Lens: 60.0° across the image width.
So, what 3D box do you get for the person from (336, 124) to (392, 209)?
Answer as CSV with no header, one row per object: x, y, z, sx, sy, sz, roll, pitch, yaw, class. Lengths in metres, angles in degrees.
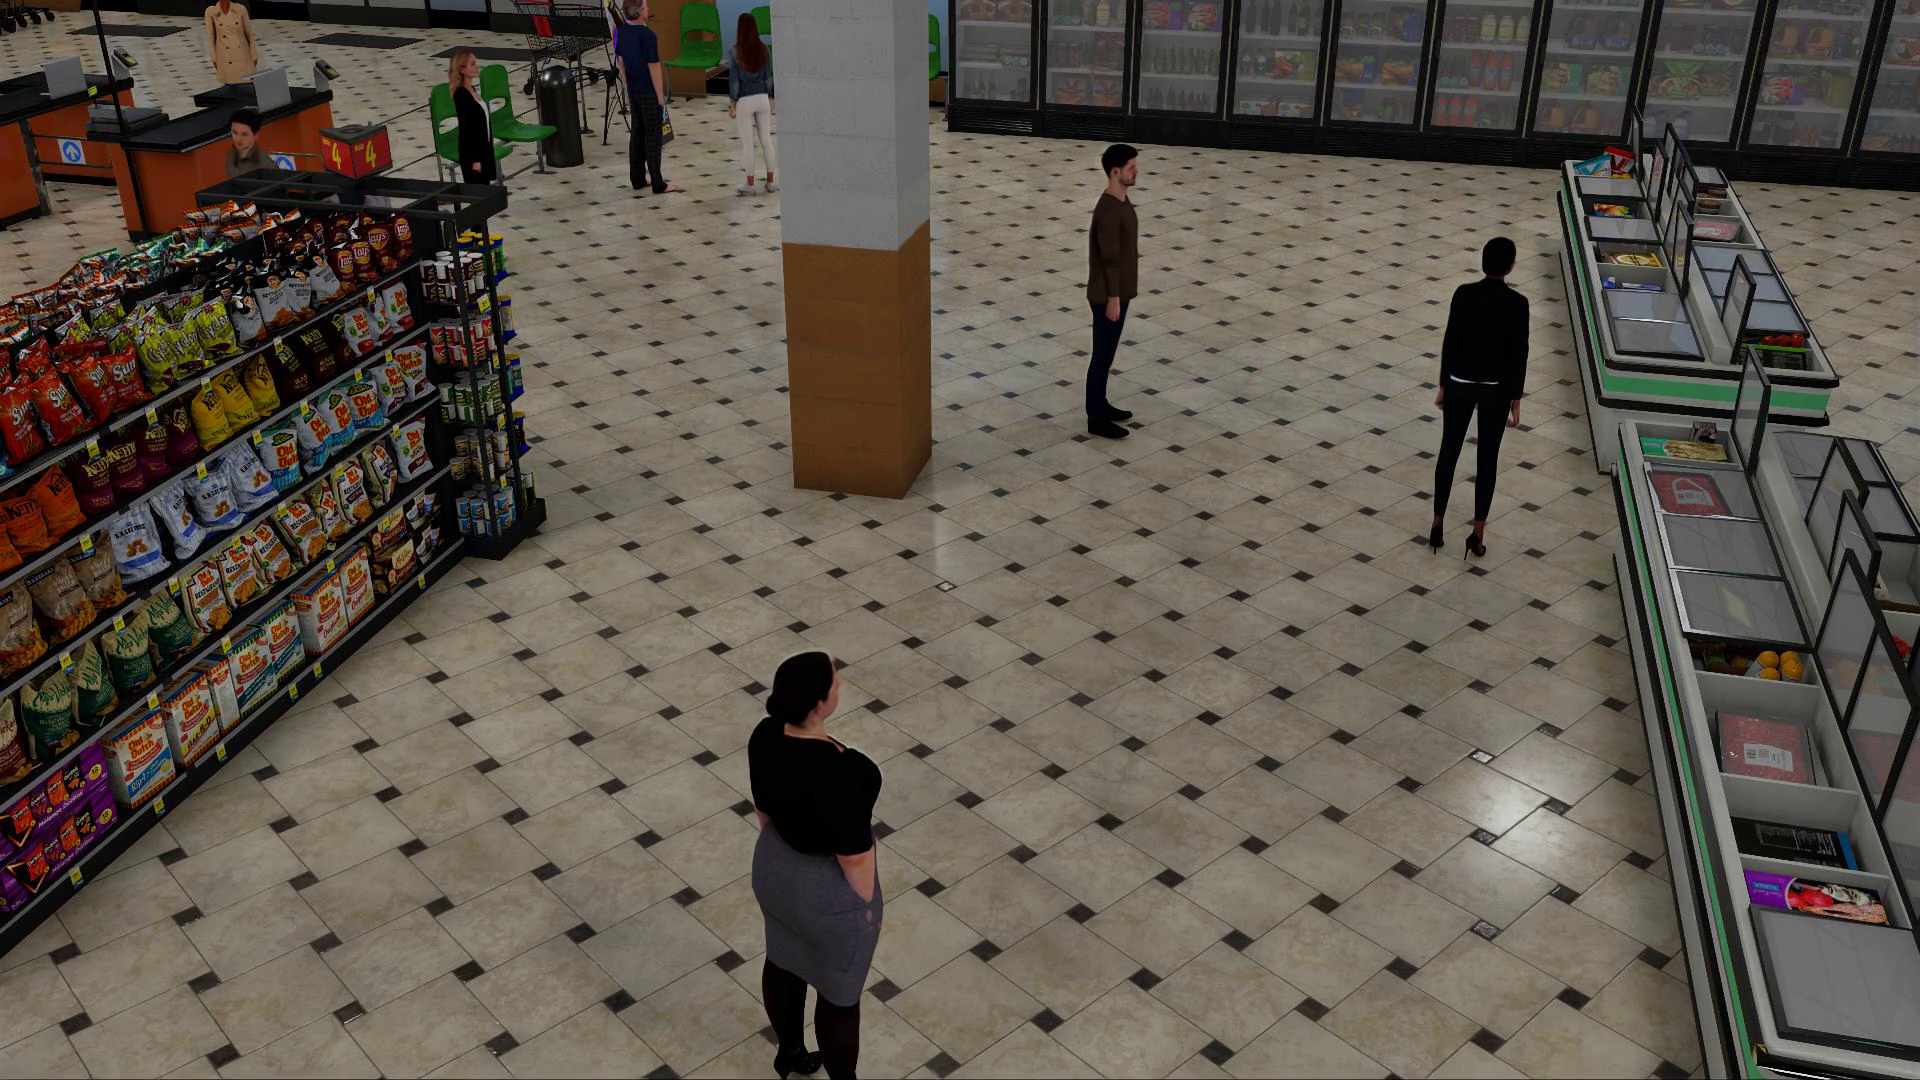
-4.039,-1.935,11.392,0.819,1.826,0.626,-2,27,-3,person

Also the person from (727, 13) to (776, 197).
-1.983,-4.172,15.941,0.680,1.702,0.733,-14,30,-25,person

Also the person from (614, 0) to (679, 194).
-3.040,-4.292,15.990,0.733,1.872,0.691,20,33,34,person

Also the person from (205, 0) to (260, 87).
-7.867,-5.223,18.035,0.716,1.682,0.737,-10,29,-19,person

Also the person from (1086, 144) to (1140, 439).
0.967,-1.603,10.672,0.720,1.887,0.507,5,27,9,person

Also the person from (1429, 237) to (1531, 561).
2.820,-0.765,9.076,0.673,1.834,0.623,16,31,28,person

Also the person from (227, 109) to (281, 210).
-4.809,-2.129,11.754,1.319,1.844,1.124,-23,35,-37,person

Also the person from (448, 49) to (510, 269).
-4.039,-3.158,13.831,0.733,1.801,0.586,-3,27,-5,person

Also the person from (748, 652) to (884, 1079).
-0.477,1.138,5.406,0.787,1.760,0.771,-24,36,-39,person
